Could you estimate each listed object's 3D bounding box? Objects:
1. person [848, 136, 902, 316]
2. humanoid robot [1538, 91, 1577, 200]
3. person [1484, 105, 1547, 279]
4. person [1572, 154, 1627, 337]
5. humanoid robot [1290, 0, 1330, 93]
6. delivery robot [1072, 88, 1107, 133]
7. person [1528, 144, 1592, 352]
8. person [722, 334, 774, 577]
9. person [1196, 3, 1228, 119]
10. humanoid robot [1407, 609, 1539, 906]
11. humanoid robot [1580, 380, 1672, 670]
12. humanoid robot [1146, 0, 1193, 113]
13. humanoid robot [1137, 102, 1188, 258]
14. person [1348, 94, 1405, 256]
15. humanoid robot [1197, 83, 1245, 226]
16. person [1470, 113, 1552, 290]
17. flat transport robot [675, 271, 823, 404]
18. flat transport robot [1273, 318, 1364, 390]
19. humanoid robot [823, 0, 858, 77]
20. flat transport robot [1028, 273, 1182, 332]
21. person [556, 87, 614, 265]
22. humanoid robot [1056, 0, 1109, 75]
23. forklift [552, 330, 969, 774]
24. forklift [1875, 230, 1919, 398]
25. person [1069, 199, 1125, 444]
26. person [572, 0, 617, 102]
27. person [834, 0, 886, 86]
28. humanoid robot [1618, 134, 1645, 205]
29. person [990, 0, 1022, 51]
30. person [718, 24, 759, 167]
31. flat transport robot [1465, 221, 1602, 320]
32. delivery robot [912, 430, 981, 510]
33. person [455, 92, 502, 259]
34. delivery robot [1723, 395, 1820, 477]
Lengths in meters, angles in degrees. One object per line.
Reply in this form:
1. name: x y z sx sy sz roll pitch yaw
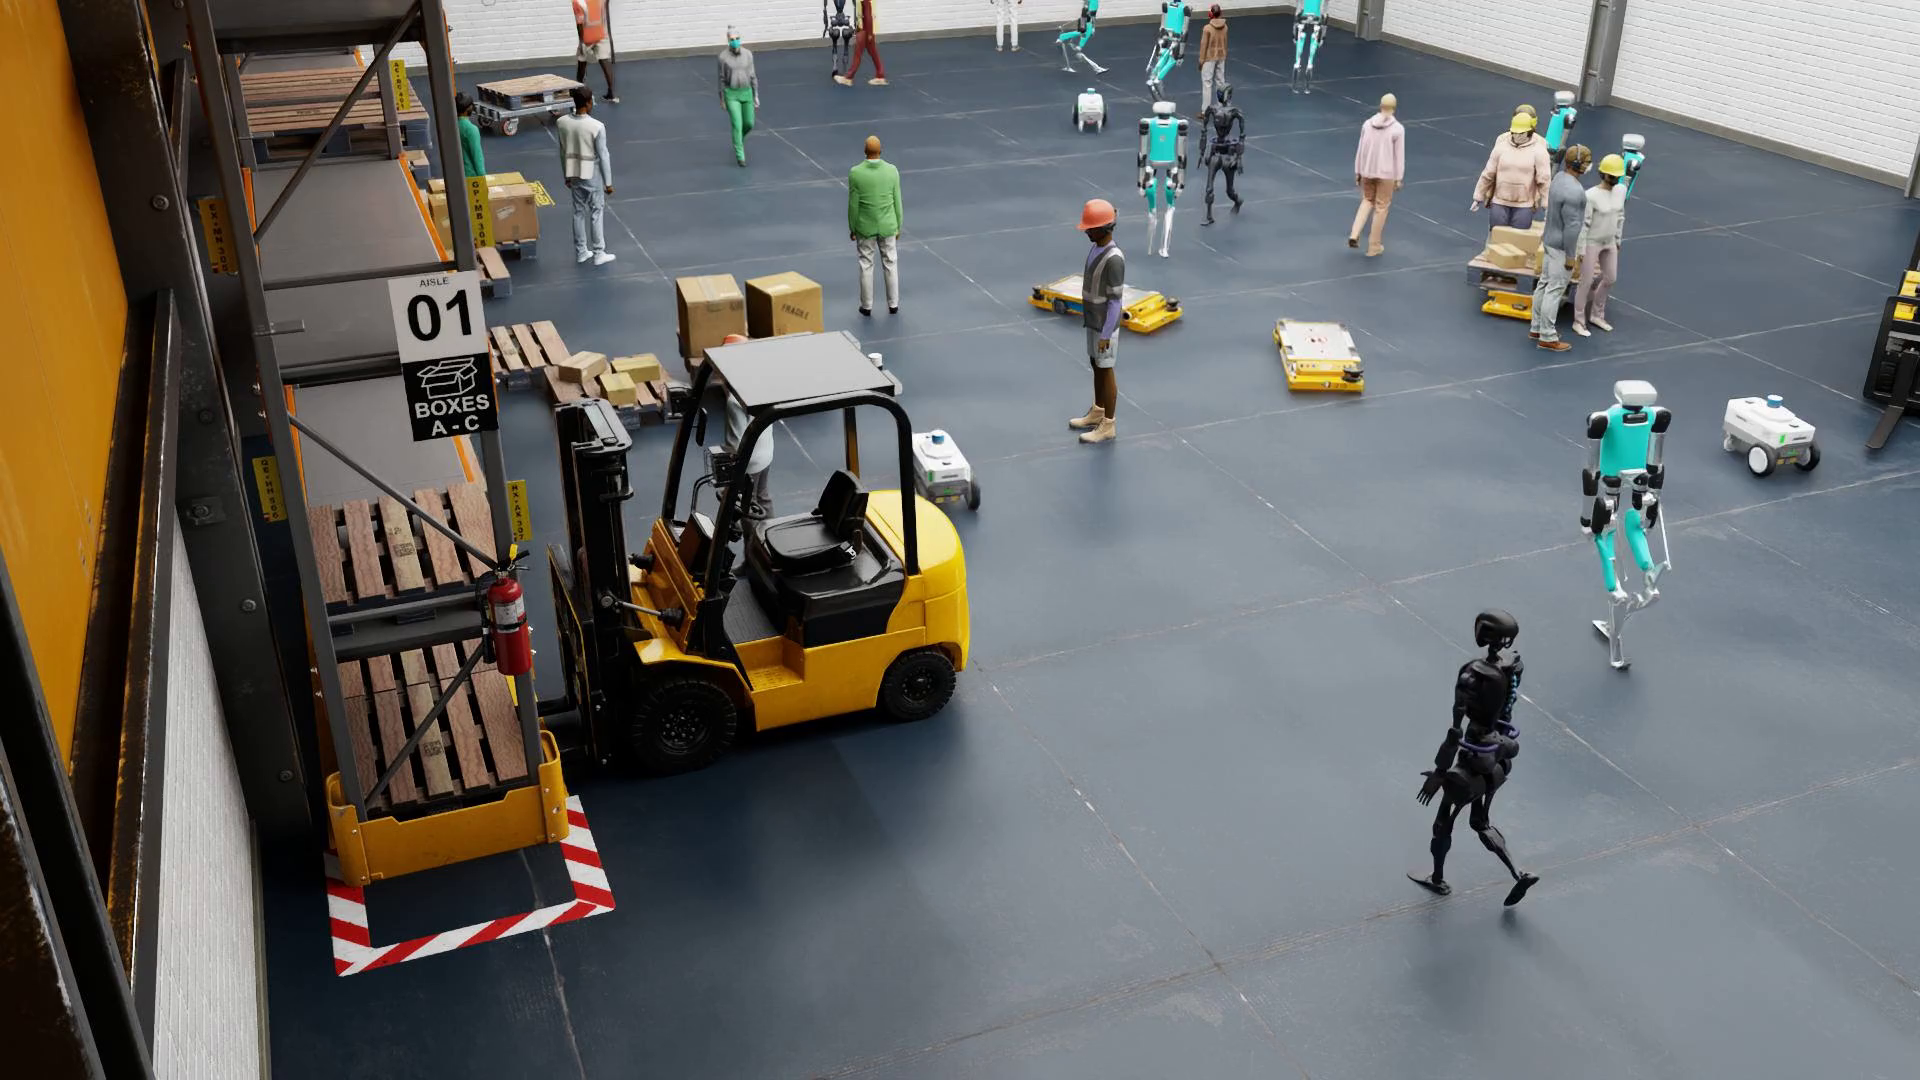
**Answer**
1. person: -0.842 -3.097 16.463 0.537 1.783 0.387 -5 27 -9
2. humanoid robot: 6.326 -4.049 18.424 0.766 1.804 0.540 0 27 0
3. person: 5.778 -3.607 17.375 0.565 1.875 0.392 8 28 16
4. person: 6.143 -2.832 15.964 0.562 1.757 0.368 -11 29 -21
5. humanoid robot: 5.420 -7.837 25.976 0.537 1.801 0.728 10 28 18
6. delivery robot: 1.885 -6.221 24.064 0.499 0.612 0.801 1 27 2
7. person: 5.640 -2.741 15.584 0.372 1.940 0.630 1 27 2
8. person: -1.480 -0.586 11.516 0.351 1.739 0.572 7 28 14
9. person: 3.724 -7.020 24.421 0.456 1.644 0.309 -13 30 -24
10. humanoid robot: 2.603 1.115 8.225 0.595 1.640 0.623 -21 34 -36
11. humanoid robot: 4.251 -0.010 10.481 0.548 1.873 0.827 -4 27 -8
12. humanoid robot: 3.021 -7.229 24.705 0.746 1.750 0.530 -23 35 -38
13. humanoid robot: 2.211 -3.931 18.235 0.535 1.817 0.733 4 27 8
14. person: 4.595 -3.993 18.254 0.541 1.769 0.448 21 34 36
15. humanoid robot: 3.110 -4.540 19.506 0.608 1.634 0.753 18 32 32
16. person: 5.709 -3.482 17.151 0.814 1.856 0.437 15 30 28
17. flat transport robot: -1.849 -1.497 14.965 0.659 0.231 1.431 -7 28 -14
18. flat transport robot: 3.310 -1.725 15.418 0.659 0.231 1.431 2 27 3
19. humanoid robot: -1.938 -8.363 27.056 0.614 1.635 0.364 1 27 1
20. flat transport robot: 1.457 -2.395 16.751 1.431 0.231 0.659 20 33 34
21. person: -4.035 -3.923 17.972 0.601 1.906 0.414 10 28 19
22. humanoid robot: 1.942 -8.362 27.007 1.043 1.732 0.553 12 29 22
23. forklift: -1.094 0.010 9.831 2.313 2.155 1.214 -10 28 -20
24. forklift: 9.029 -2.397 14.618 1.214 2.155 2.313 18 32 32
25. person: 1.124 -1.781 13.569 0.388 2.034 0.605 -4 27 -8
26. person: -5.725 -7.721 25.525 1.025 1.892 0.623 19 32 33
27. person: -1.587 -8.132 26.545 0.851 1.725 0.481 0 27 0
28. humanoid robot: 6.329 -3.197 16.744 0.813 1.784 0.546 6 27 12
29. person: 0.817 -9.573 29.233 0.572 1.882 0.360 2 27 4
30. person: -2.951 -5.918 22.035 0.518 1.815 0.723 -12 29 -22
31. flat transport robot: 5.910 -2.547 17.054 0.659 0.231 1.431 16 31 29
32. delivery robot: -0.160 -0.530 12.745 0.499 0.614 0.814 -7 28 -13
33. person: -5.319 -3.907 18.010 0.496 1.843 0.404 19 33 33
34. delivery robot: 6.518 -0.849 13.375 0.510 0.611 0.782 -7 28 -14
